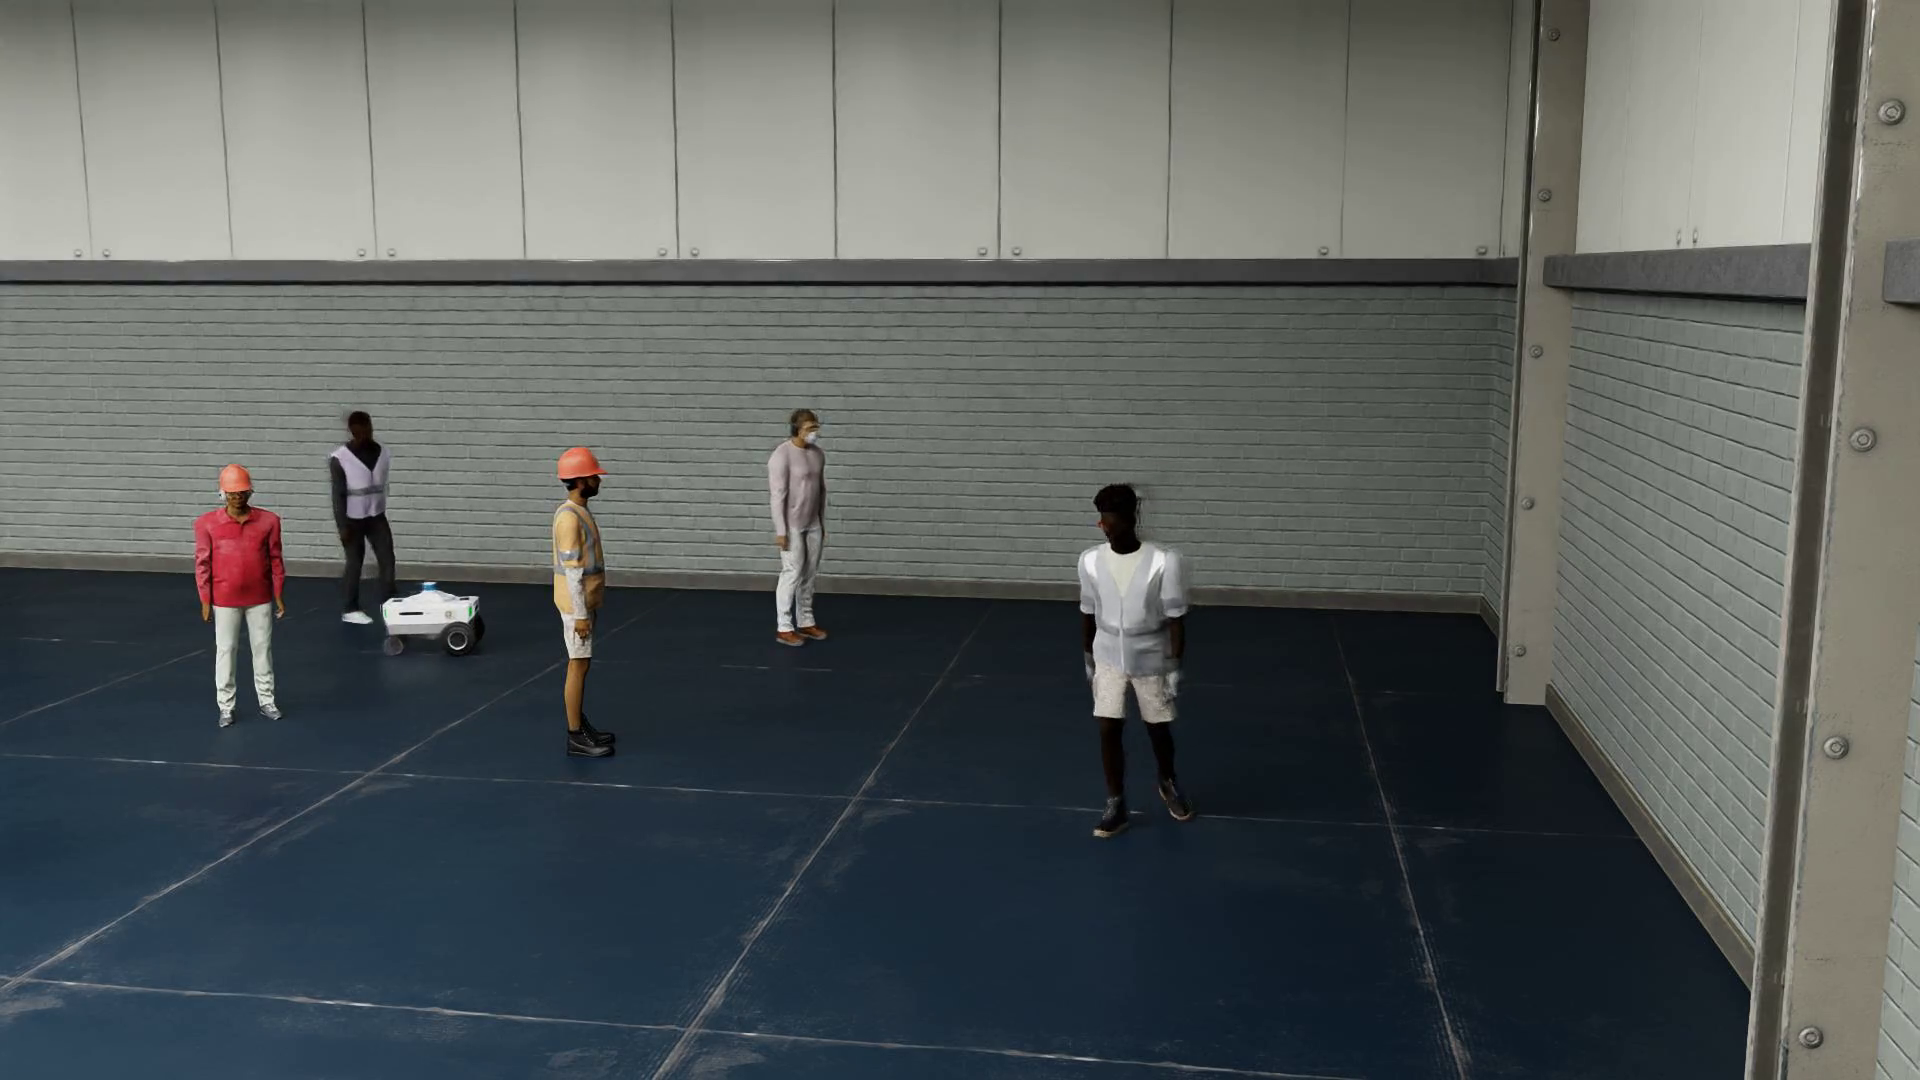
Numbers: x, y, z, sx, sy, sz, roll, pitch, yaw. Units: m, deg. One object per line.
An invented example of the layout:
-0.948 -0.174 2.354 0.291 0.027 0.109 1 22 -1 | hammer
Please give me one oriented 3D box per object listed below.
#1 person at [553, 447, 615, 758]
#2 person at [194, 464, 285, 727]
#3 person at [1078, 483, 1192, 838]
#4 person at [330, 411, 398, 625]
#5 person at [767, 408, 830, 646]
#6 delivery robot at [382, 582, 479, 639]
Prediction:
-2.360 0.386 10.423 0.350 1.942 0.545 -2 9 -9 | person
-4.813 0.361 11.153 0.562 1.752 0.324 -6 11 -34 | person
0.970 0.623 9.033 0.630 1.930 0.710 4 10 24 | person
-5.018 -0.161 14.042 0.882 1.857 0.591 7 12 39 | person
-1.310 -0.111 13.532 0.375 1.929 0.641 6 11 32 | person
-4.203 0.577 13.219 0.707 0.478 0.477 -1 9 -7 | delivery robot
